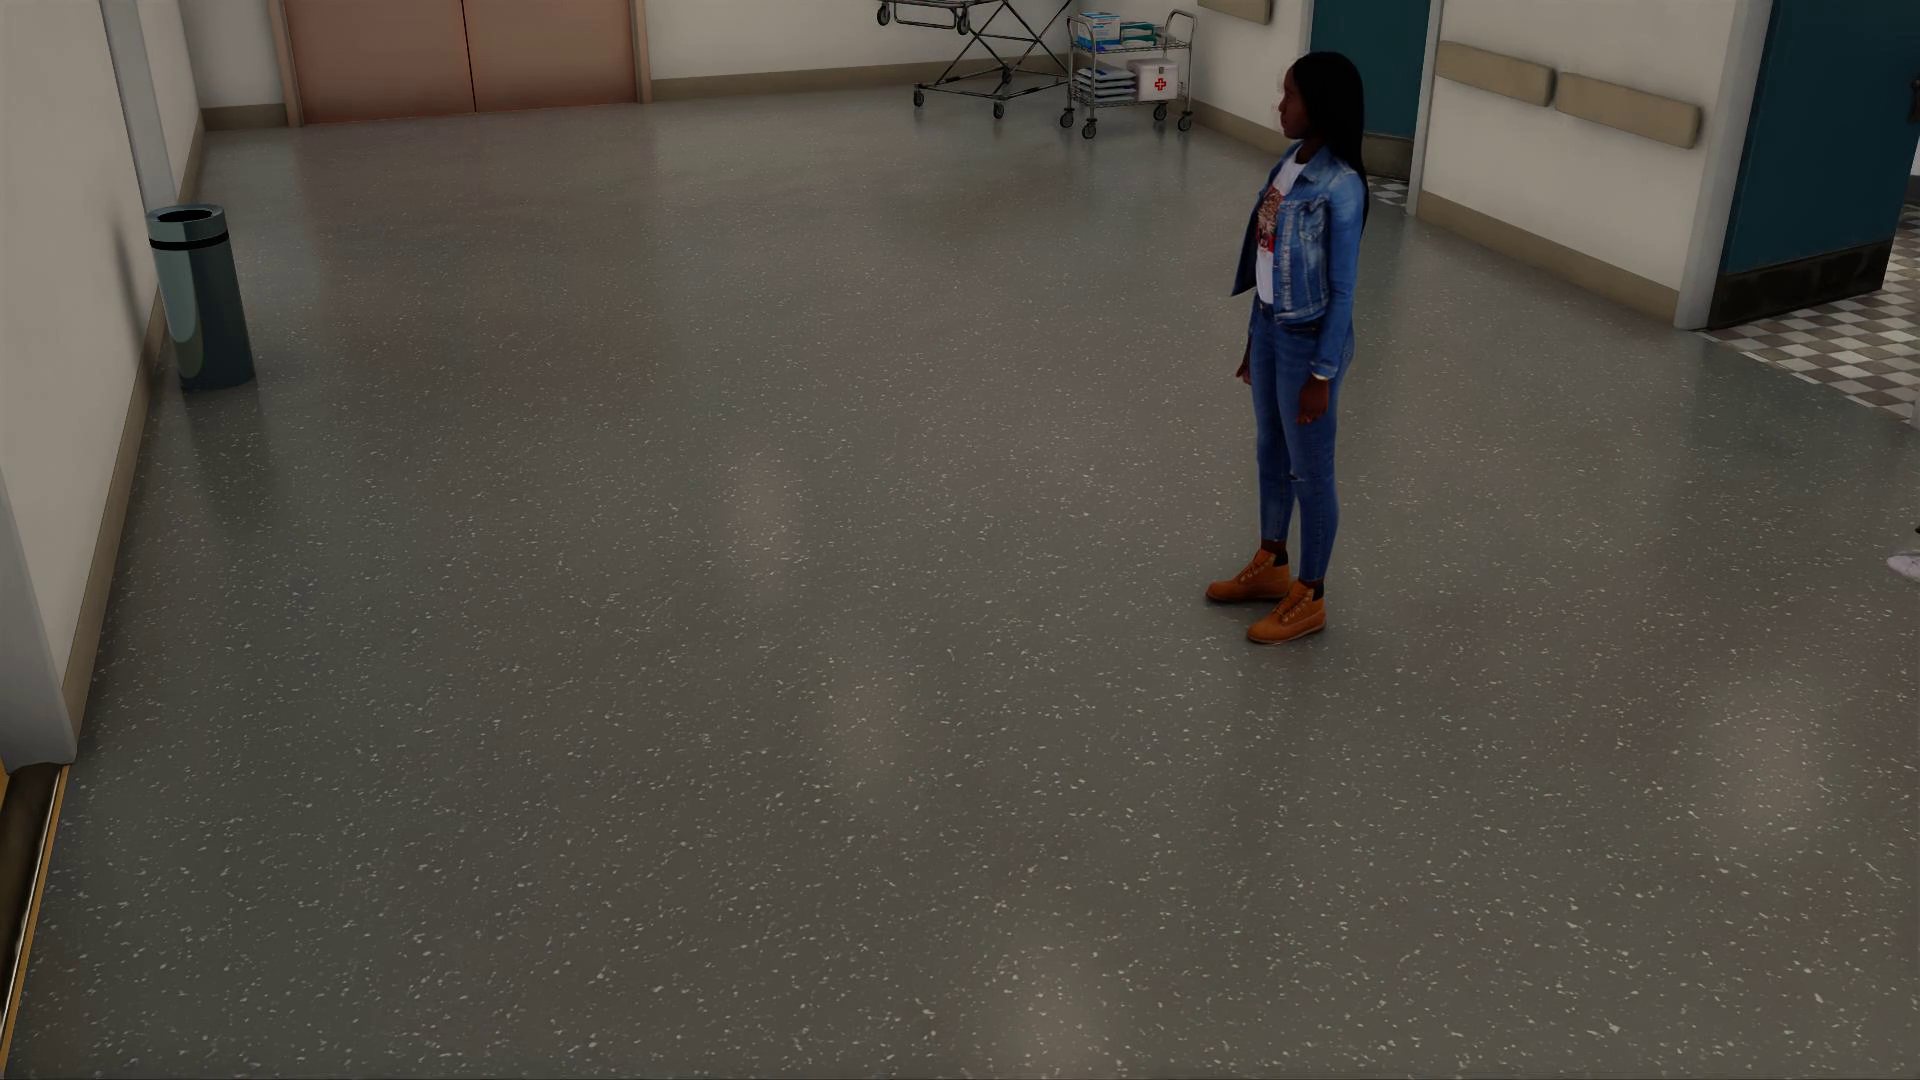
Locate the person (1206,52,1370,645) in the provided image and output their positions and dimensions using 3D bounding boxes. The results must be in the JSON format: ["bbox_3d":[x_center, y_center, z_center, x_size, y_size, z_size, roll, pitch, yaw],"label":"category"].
[{"bbox_3d":[0.983,-0.532,4.781,0.684,1.712,0.487,-6,26,-12],"label":"person"}]
